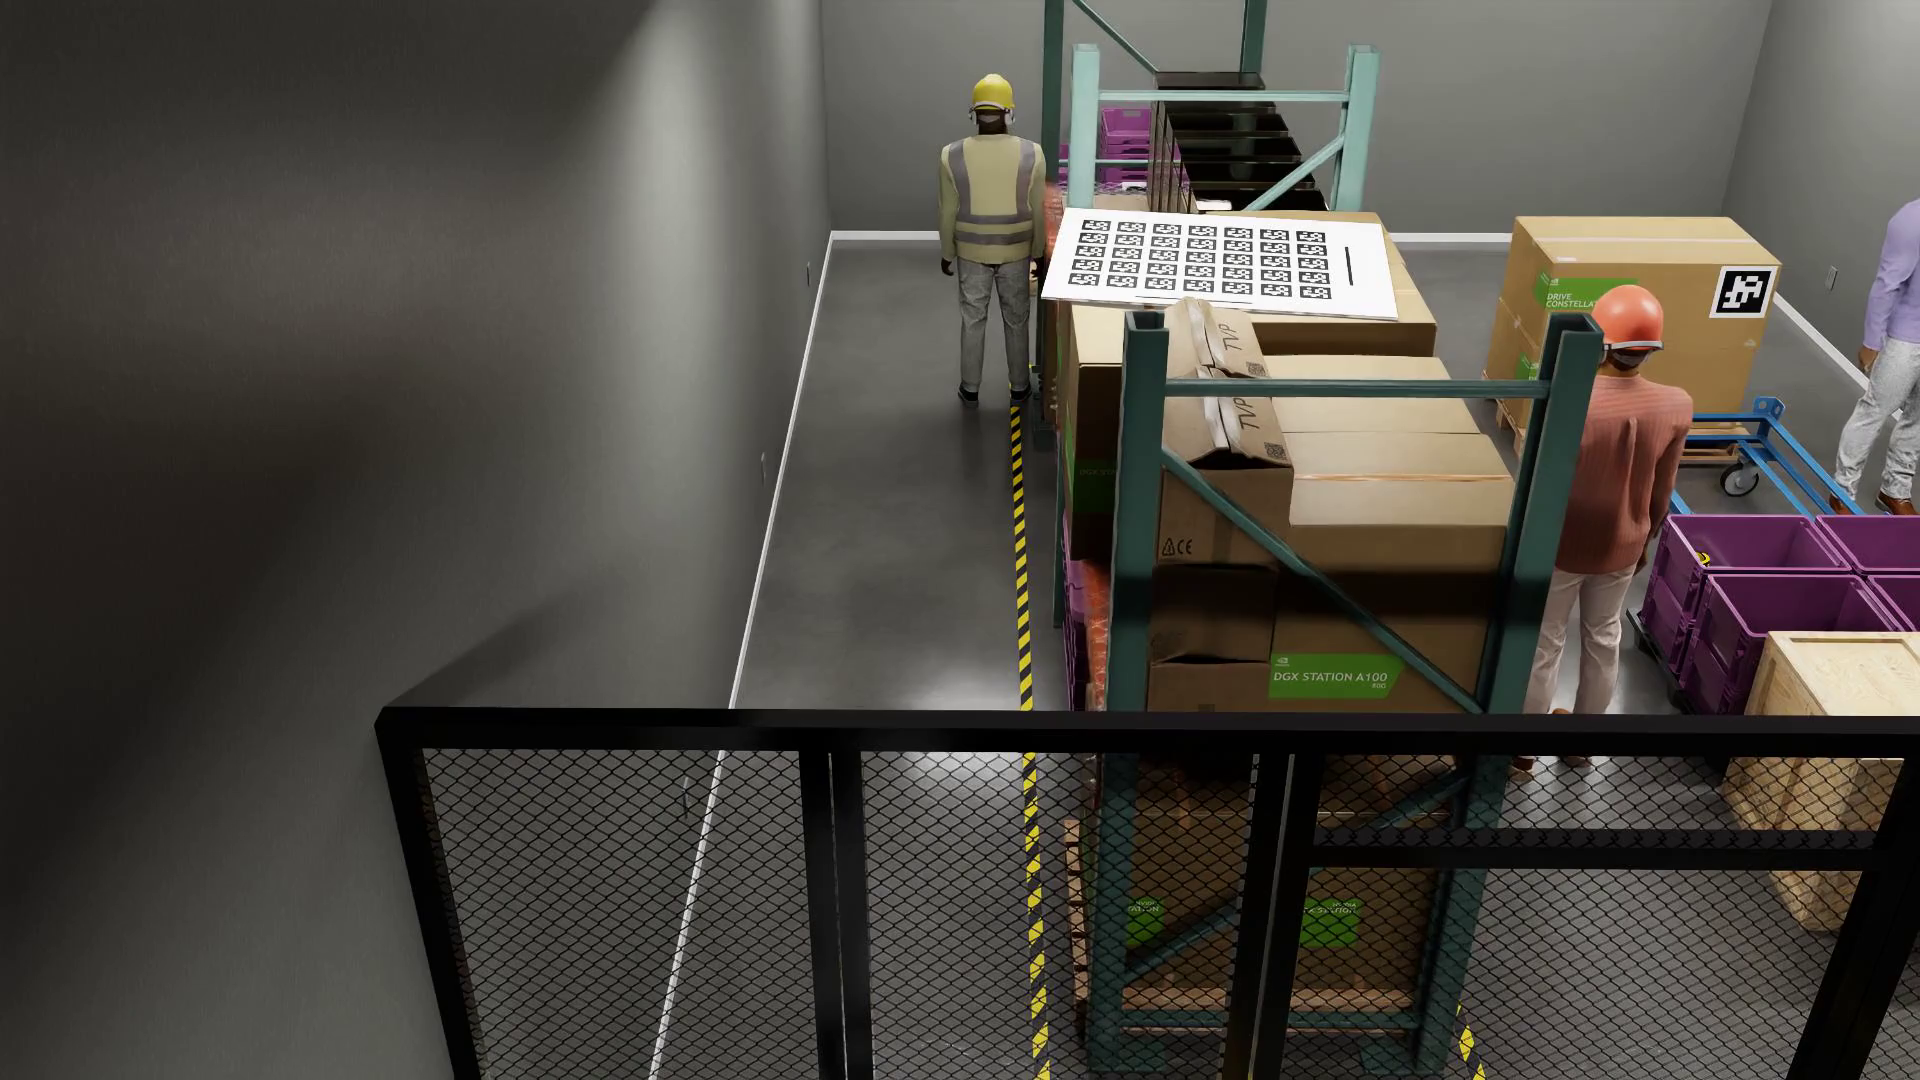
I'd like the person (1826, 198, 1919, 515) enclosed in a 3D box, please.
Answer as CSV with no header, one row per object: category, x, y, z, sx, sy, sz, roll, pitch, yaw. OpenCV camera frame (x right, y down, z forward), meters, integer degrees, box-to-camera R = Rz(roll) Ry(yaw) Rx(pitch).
person,4.525,-0.942,7.778,0.635,1.938,0.361,-1,31,-2

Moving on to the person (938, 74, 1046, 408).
person,0.177,-1.579,8.950,0.588,1.822,0.403,0,31,0

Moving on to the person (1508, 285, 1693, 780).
person,2.299,0.005,6.151,0.609,1.996,0.379,-7,32,-11
